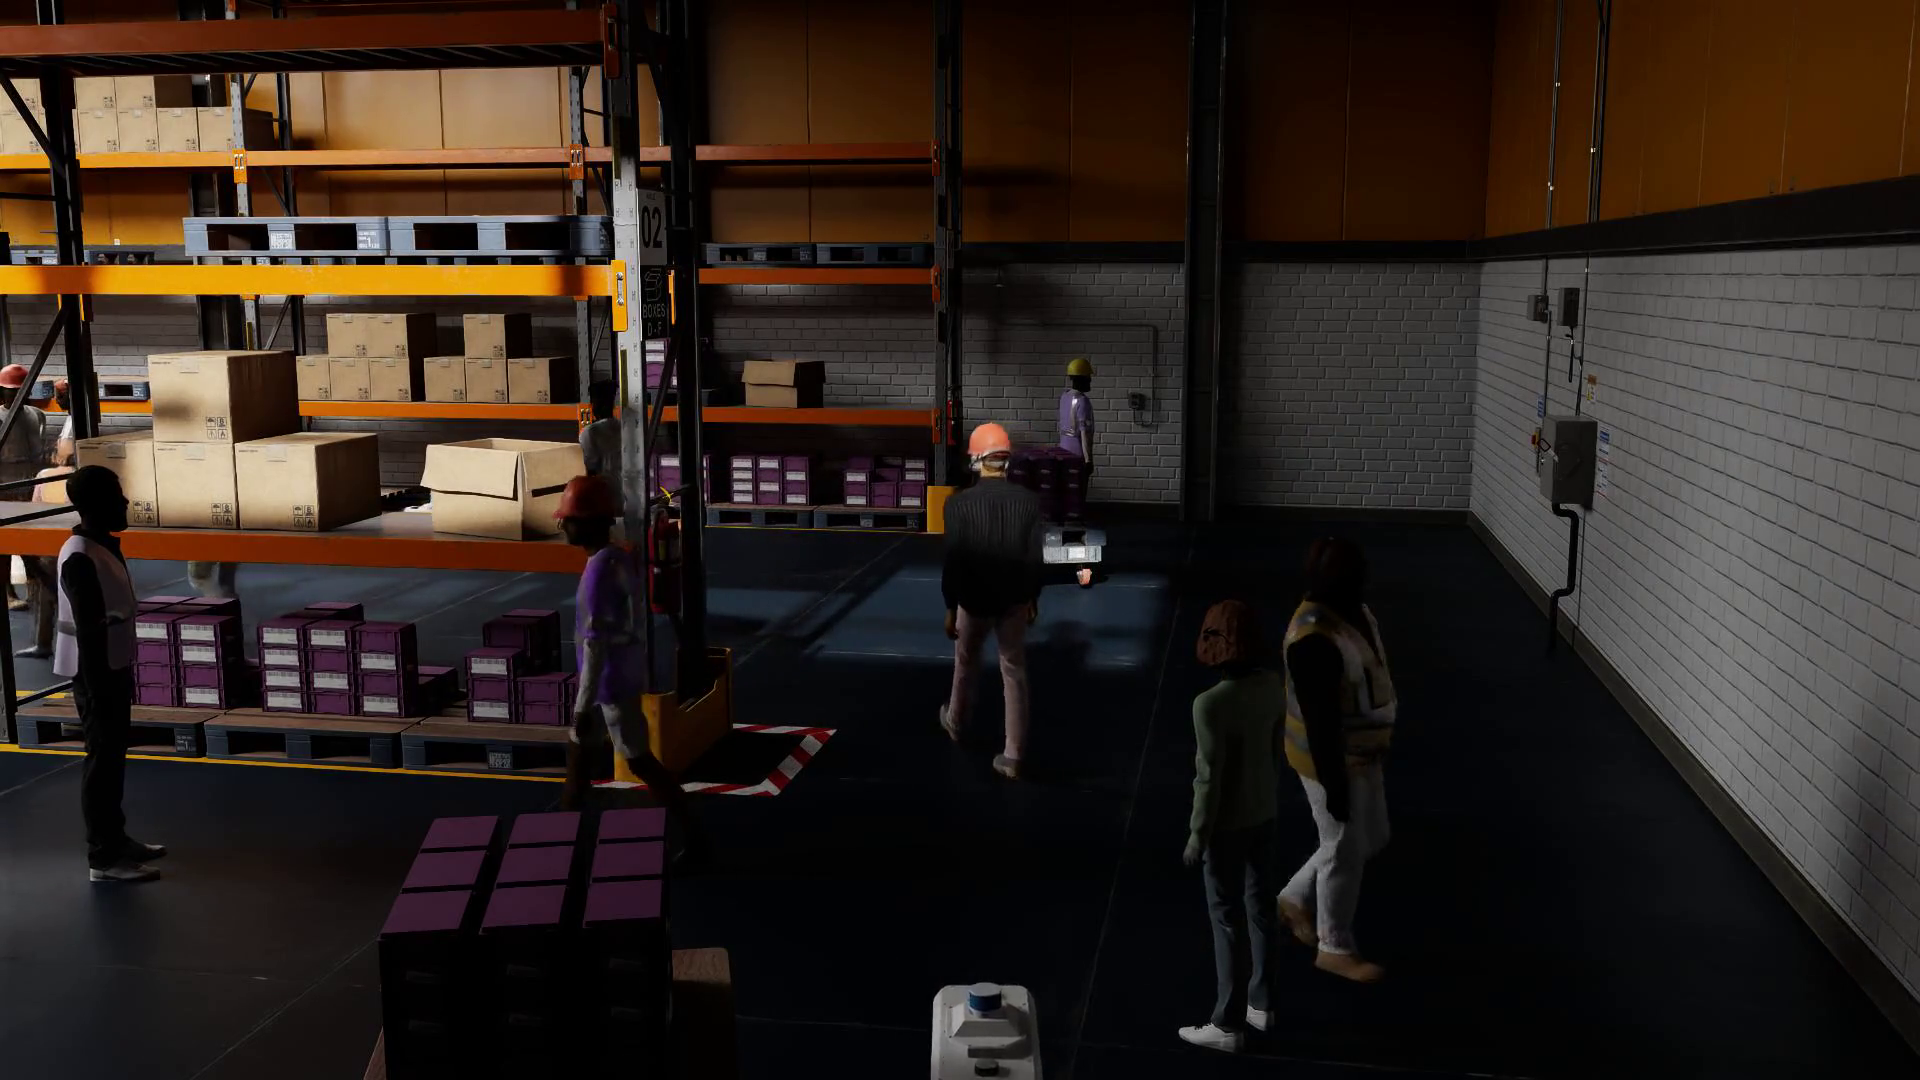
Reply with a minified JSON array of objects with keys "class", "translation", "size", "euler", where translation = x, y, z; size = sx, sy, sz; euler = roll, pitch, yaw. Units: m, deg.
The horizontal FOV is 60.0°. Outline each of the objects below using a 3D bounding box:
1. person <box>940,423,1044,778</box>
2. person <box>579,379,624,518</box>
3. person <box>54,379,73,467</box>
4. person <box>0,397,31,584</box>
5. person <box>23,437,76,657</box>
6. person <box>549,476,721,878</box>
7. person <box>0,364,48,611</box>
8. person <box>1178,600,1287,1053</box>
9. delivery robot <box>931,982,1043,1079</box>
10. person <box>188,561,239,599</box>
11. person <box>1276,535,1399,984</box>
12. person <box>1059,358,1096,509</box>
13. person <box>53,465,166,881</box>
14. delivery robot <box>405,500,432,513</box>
[{"class":"person","translation":[0.163,0.309,9.452],"size":[0.651,1.938,1.038],"euler":[-3,10,-18]},{"class":"person","translation":[-2.846,-0.316,13.371],"size":[0.688,1.935,0.688],"euler":[7,11,37]},{"class":"person","translation":[-7.684,-0.481,14.547],"size":[0.354,1.887,0.573],"euler":[-7,11,-37]},{"class":"person","translation":[-8.501,-0.519,14.989],"size":[0.644,1.832,0.431],"euler":[8,12,40]},{"class":"person","translation":[-6.536,0.054,12.078],"size":[0.661,1.610,0.327],"euler":[1,9,8]},{"class":"person","translation":[-1.583,0.640,7.626],"size":[1.008,1.889,0.564],"euler":[-1,9,-9]},{"class":"person","translation":[-7.790,-0.440,13.817],"size":[0.394,2.038,0.611],"euler":[4,10,21]},{"class":"person","translation":[0.984,1.023,5.994],"size":[0.499,1.634,0.285],"euler":[-9,13,-44]},{"class":"delivery robot","translation":[0.080,1.637,5.231],"size":[0.477,0.478,0.707],"euler":[0,9,0]},{"class":"person","translation":[-5.546,-0.016,12.461],"size":[0.448,1.621,0.544],"euler":[6,11,32]},{"class":"person","translation":[1.461,0.859,6.534],"size":[0.497,1.808,0.712],"euler":[5,10,28]},{"class":"person","translation":[1.201,-0.880,16.885],"size":[0.362,1.930,0.587],"euler":[-4,10,-21]},{"class":"person","translation":[-3.948,0.611,7.666],"size":[0.385,1.921,0.596],"euler":[-3,10,-20]},{"class":"delivery robot","translation":[-5.251,-0.234,16.840],"size":[0.707,0.478,0.477],"euler":[-2,10,-16]}]
